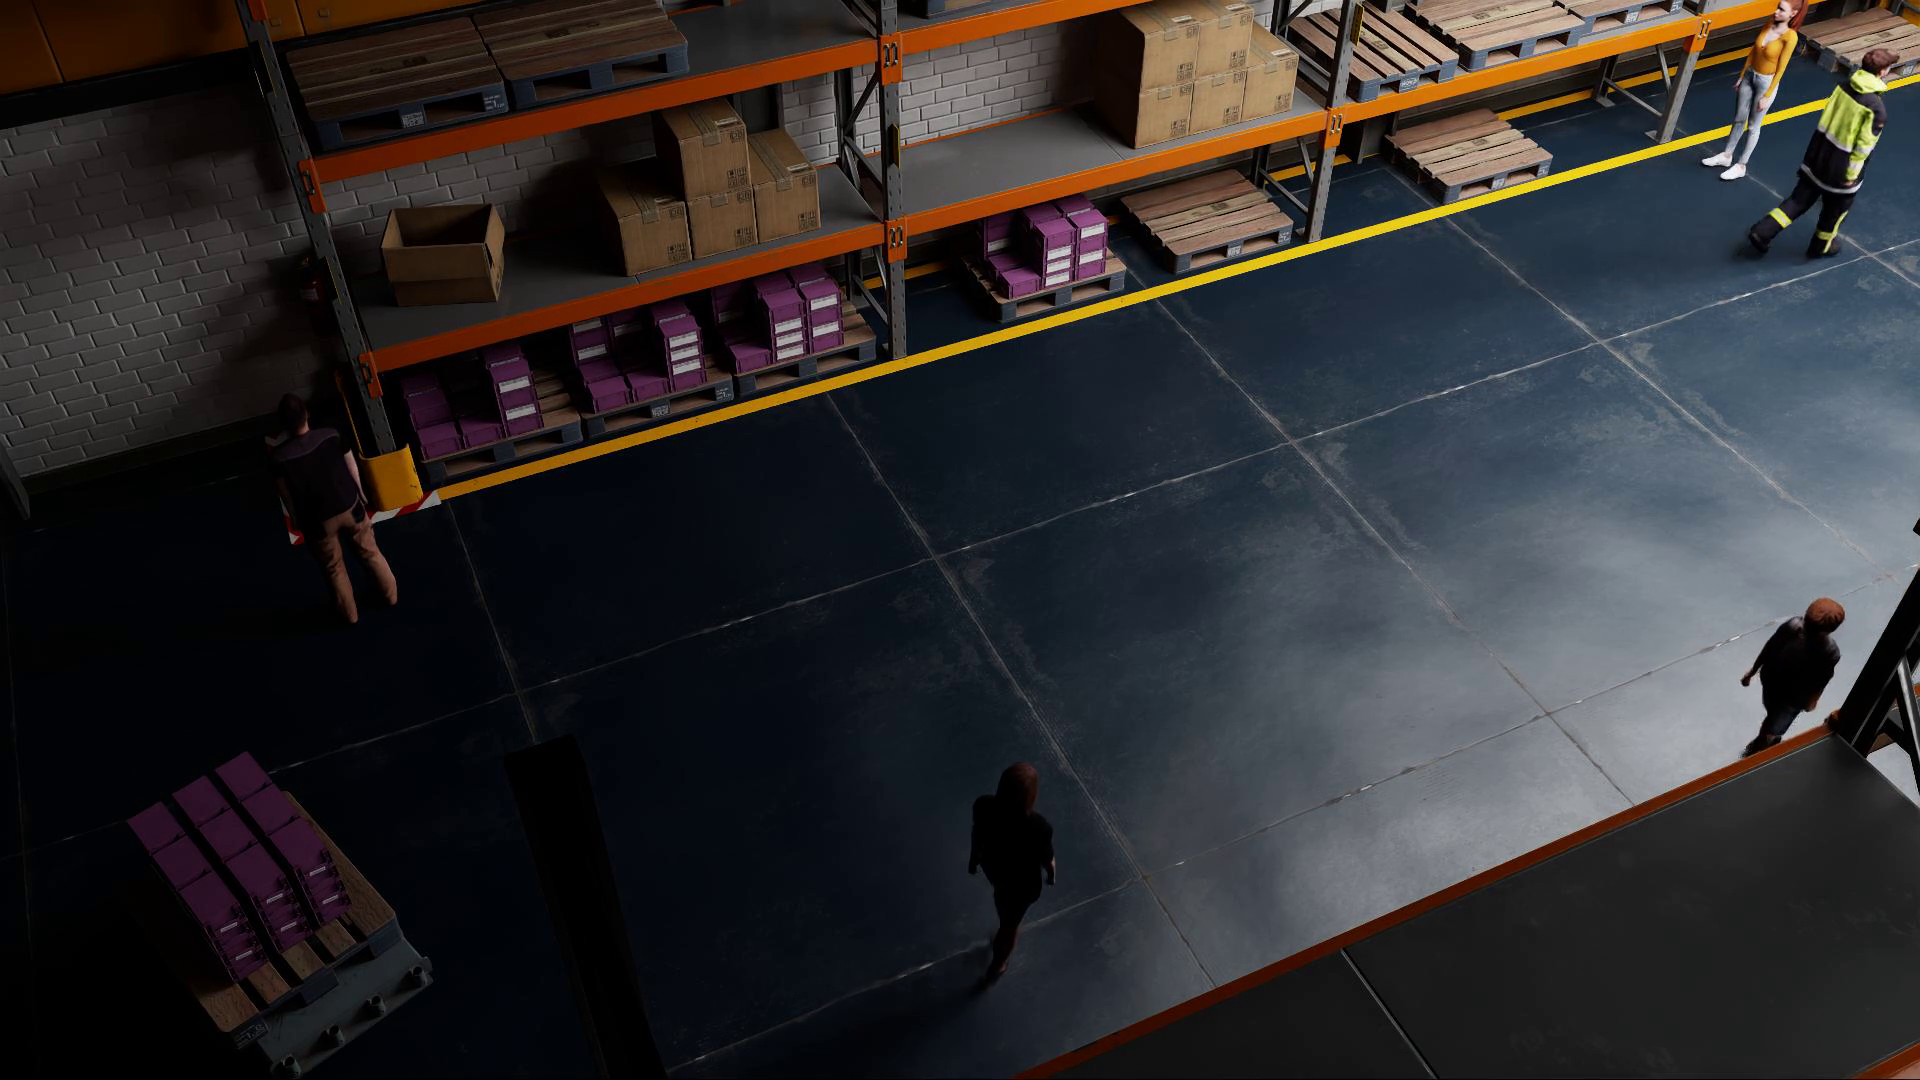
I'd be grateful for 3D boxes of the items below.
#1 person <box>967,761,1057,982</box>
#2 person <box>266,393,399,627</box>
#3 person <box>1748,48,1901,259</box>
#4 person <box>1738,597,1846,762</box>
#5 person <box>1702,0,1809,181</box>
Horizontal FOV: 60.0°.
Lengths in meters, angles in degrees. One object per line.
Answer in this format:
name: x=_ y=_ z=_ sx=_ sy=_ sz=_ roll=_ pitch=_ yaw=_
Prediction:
person: x=0.223 y=1.834 z=8.796 sx=0.767 sy=1.685 sz=0.826 roll=21 pitch=48 yaw=21
person: x=-4.107 y=-0.201 z=10.819 sx=0.570 sy=1.841 sz=0.771 roll=-24 pitch=49 yaw=-23
person: x=7.225 y=-3.174 z=13.858 sx=1.211 sy=1.954 sz=0.890 roll=-11 pitch=45 yaw=-12
person: x=5.032 y=0.860 z=10.017 sx=0.932 sy=1.410 sz=0.576 roll=-19 pitch=47 yaw=-19
person: x=7.199 y=-4.092 z=14.969 sx=0.597 sy=1.751 sz=0.602 roll=-12 pitch=45 yaw=-13
